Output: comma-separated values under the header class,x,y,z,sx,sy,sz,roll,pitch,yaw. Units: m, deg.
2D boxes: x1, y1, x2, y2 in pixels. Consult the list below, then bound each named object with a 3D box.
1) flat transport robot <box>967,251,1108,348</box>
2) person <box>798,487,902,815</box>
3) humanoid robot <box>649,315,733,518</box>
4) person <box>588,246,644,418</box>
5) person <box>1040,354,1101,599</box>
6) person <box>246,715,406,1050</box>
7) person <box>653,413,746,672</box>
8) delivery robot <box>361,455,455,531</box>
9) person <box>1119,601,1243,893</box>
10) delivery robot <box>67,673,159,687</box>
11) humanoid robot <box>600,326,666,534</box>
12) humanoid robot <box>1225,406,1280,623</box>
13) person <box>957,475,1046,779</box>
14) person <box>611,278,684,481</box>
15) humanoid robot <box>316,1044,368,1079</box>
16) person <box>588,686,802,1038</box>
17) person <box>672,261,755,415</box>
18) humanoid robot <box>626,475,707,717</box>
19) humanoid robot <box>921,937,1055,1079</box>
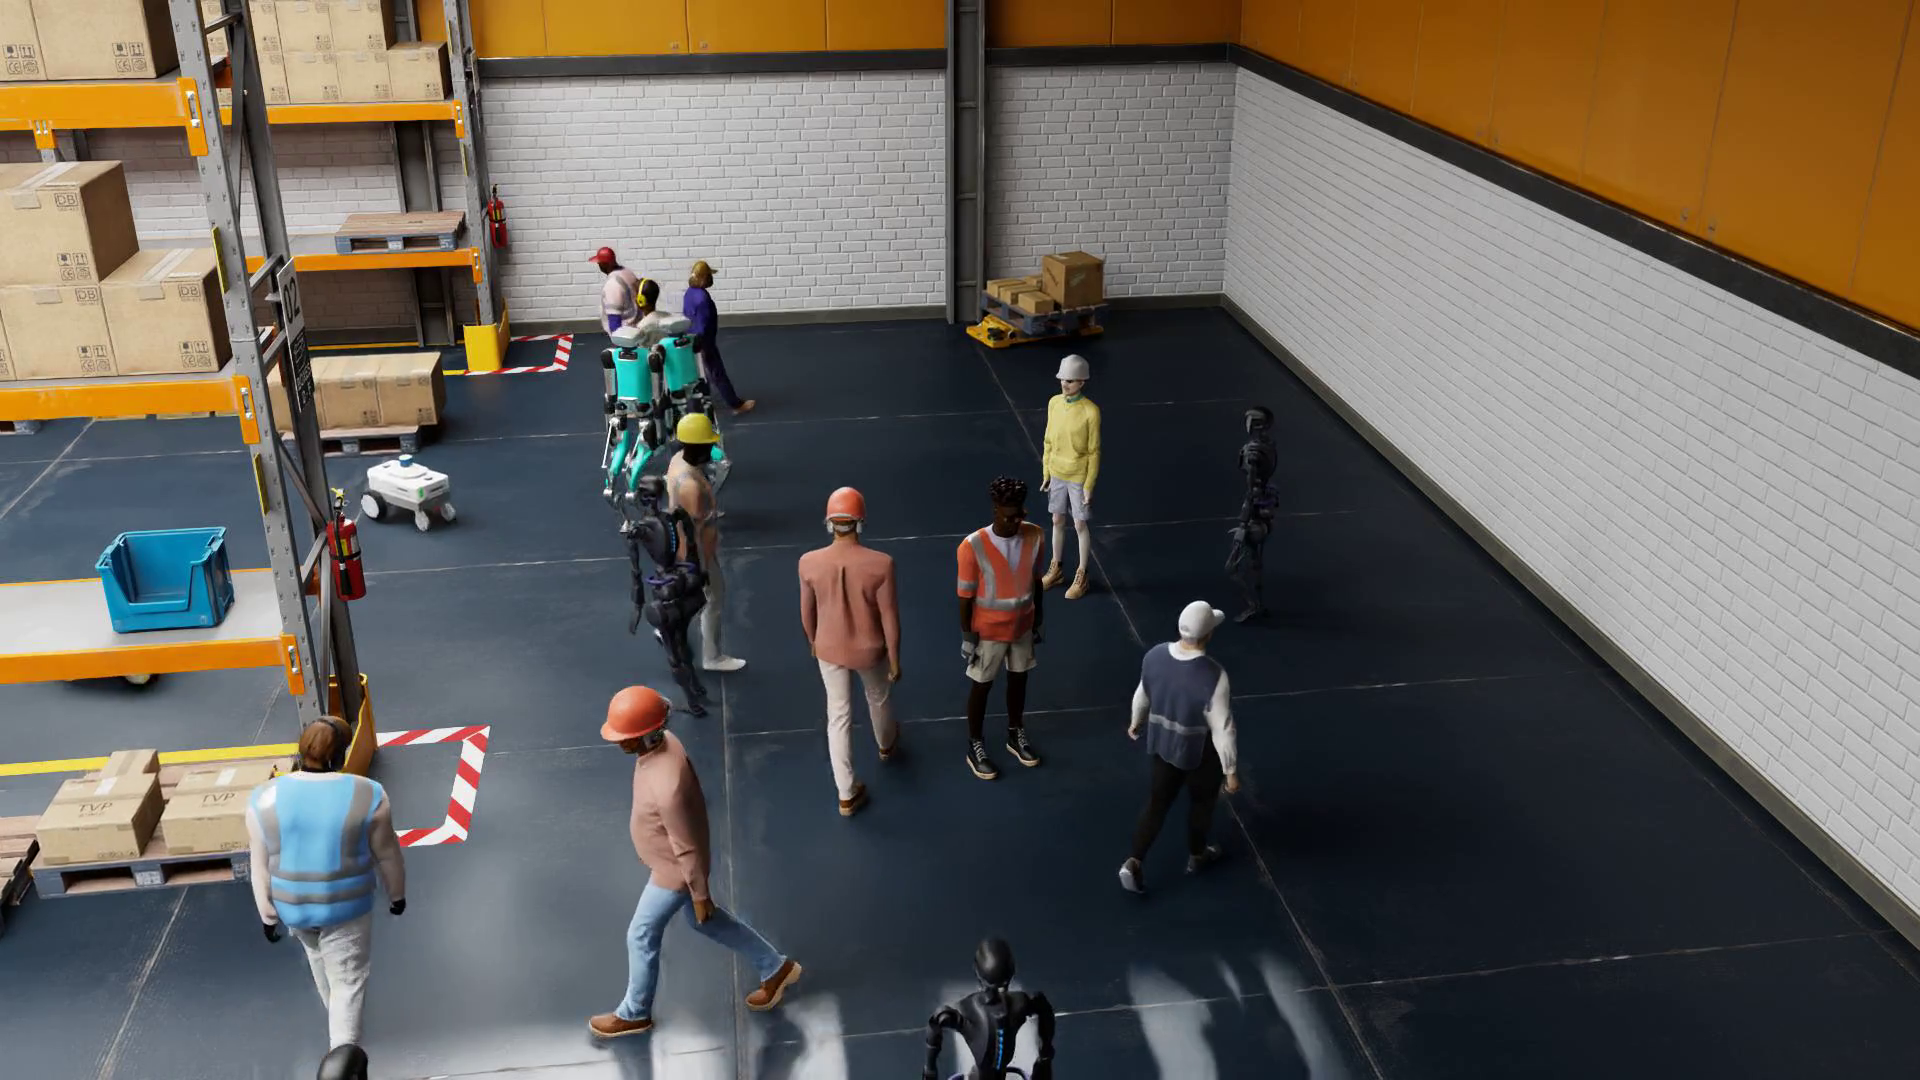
class,x,y,z,sx,sy,sz,roll,pitch,yaw
flat transport robot,0.862,-2.439,18.952,1.431,0.231,0.659,-11,26,-24
person,-0.623,0.595,9.959,0.627,1.937,1.009,3,24,7
humanoid robot,-2.118,-0.953,13.766,1.043,1.727,0.543,17,29,34
person,-3.258,-2.016,16.181,0.563,1.728,0.605,2,24,4
person,0.830,-0.487,12.488,0.472,1.895,0.385,16,29,33
person,-2.896,1.651,7.745,0.626,1.790,0.842,-1,24,-2
person,-1.797,0.033,11.273,0.522,1.905,0.594,-6,24,-13
delivery robot,-4.648,-0.419,14.012,0.808,0.607,0.499,15,28,30
person,1.189,1.125,9.009,0.760,1.730,0.757,19,30,36
delivery robot,-5.803,0.691,11.489,0.790,0.613,0.499,0,24,0
humanoid robot,-2.673,-0.815,13.261,0.533,1.677,0.735,7,25,15
humanoid robot,2.139,-0.193,12.081,0.335,1.644,0.589,8,25,18
person,0.263,0.517,10.124,0.606,1.958,0.373,-13,27,-28
person,-2.784,-1.395,14.642,0.930,1.831,0.512,6,24,14
humanoid robot,-2.074,2.507,5.948,0.601,1.642,0.583,-1,24,-2
person,-1.292,1.512,7.891,1.008,1.933,0.602,-4,24,-8
person,-2.499,-1.938,16.179,0.875,1.569,0.468,-13,27,-28
humanoid robot,-1.863,0.364,10.827,0.429,1.640,0.601,18,30,36
humanoid robot,0.098,2.269,6.567,0.584,1.644,0.791,-7,25,-15
